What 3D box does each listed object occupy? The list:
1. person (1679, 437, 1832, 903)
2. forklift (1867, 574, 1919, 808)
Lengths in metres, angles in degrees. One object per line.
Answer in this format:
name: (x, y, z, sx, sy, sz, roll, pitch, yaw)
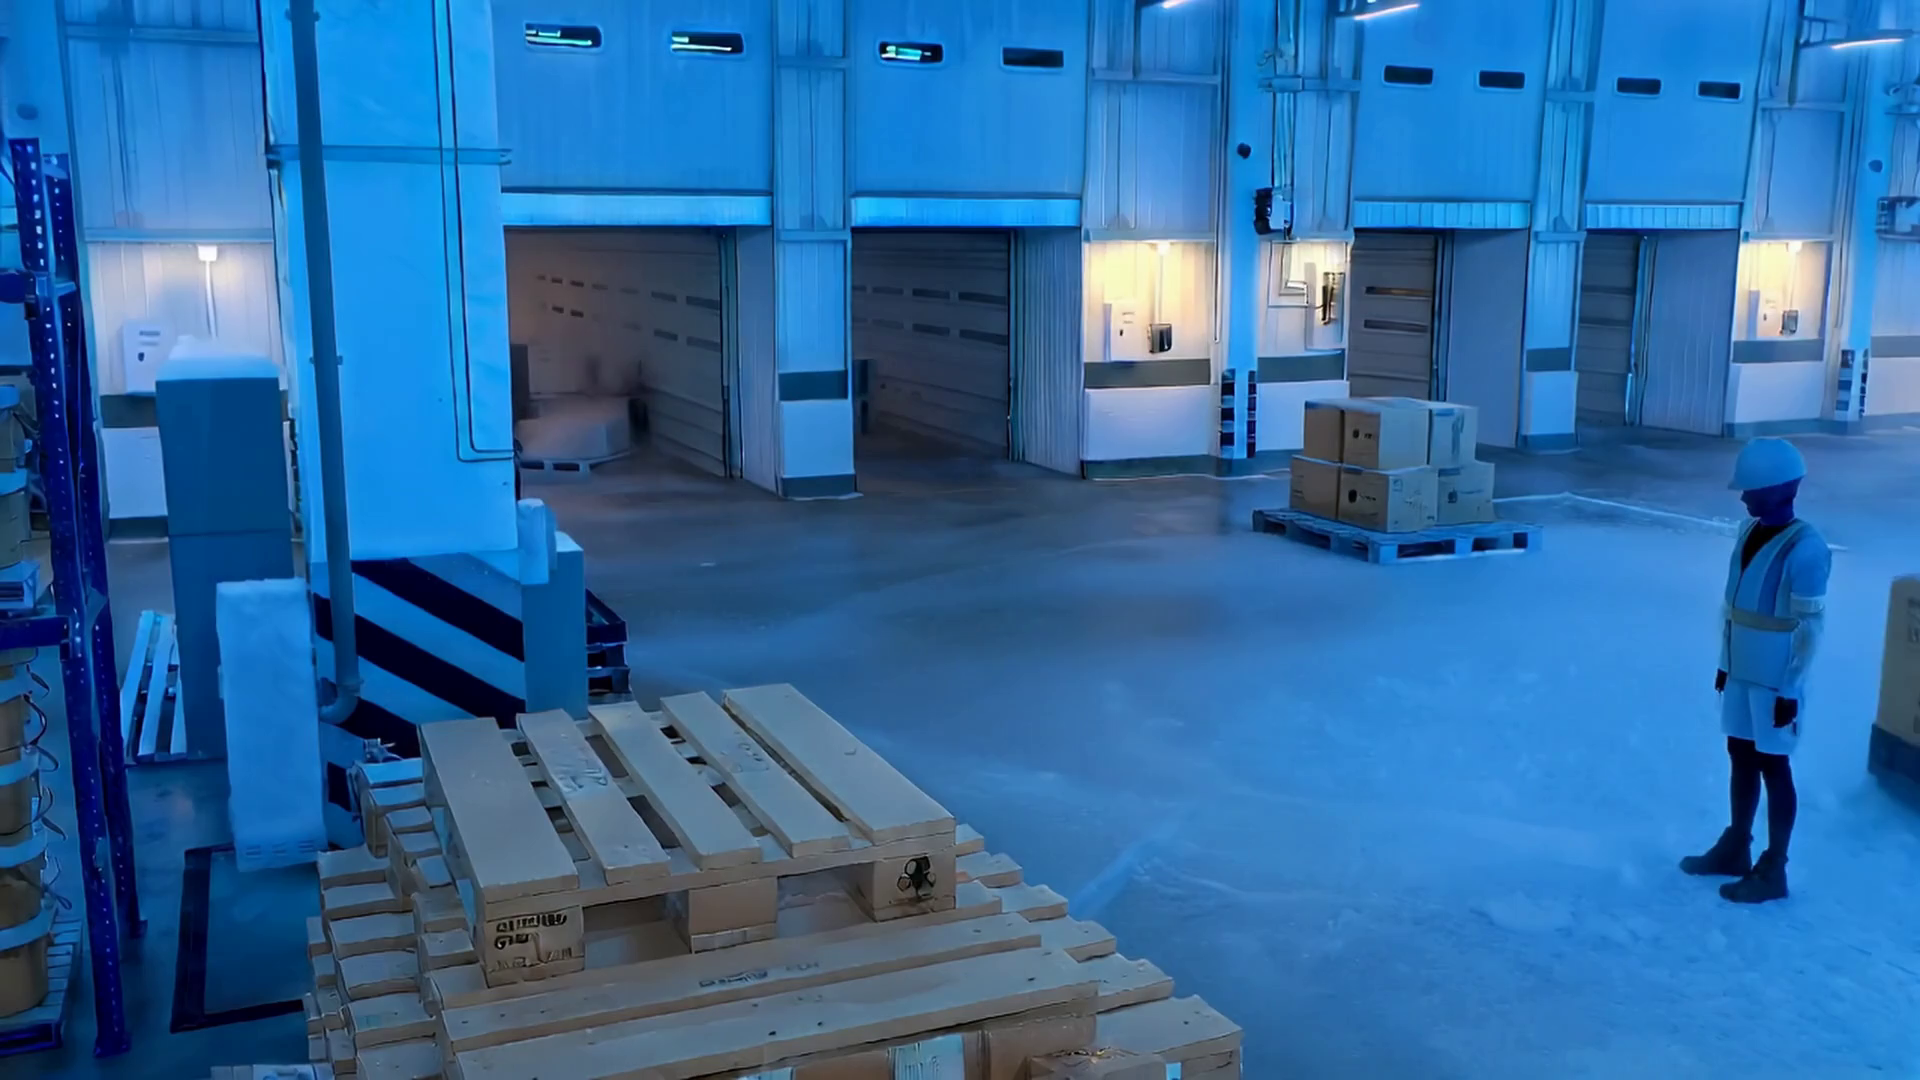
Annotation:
person: (3.292, 0.534, 6.868, 0.371, 1.928, 0.543, -1, 10, -6)
forklift: (5.046, -0.008, 7.229, 1.129, 2.768, 1.873, 0, 10, 1)
